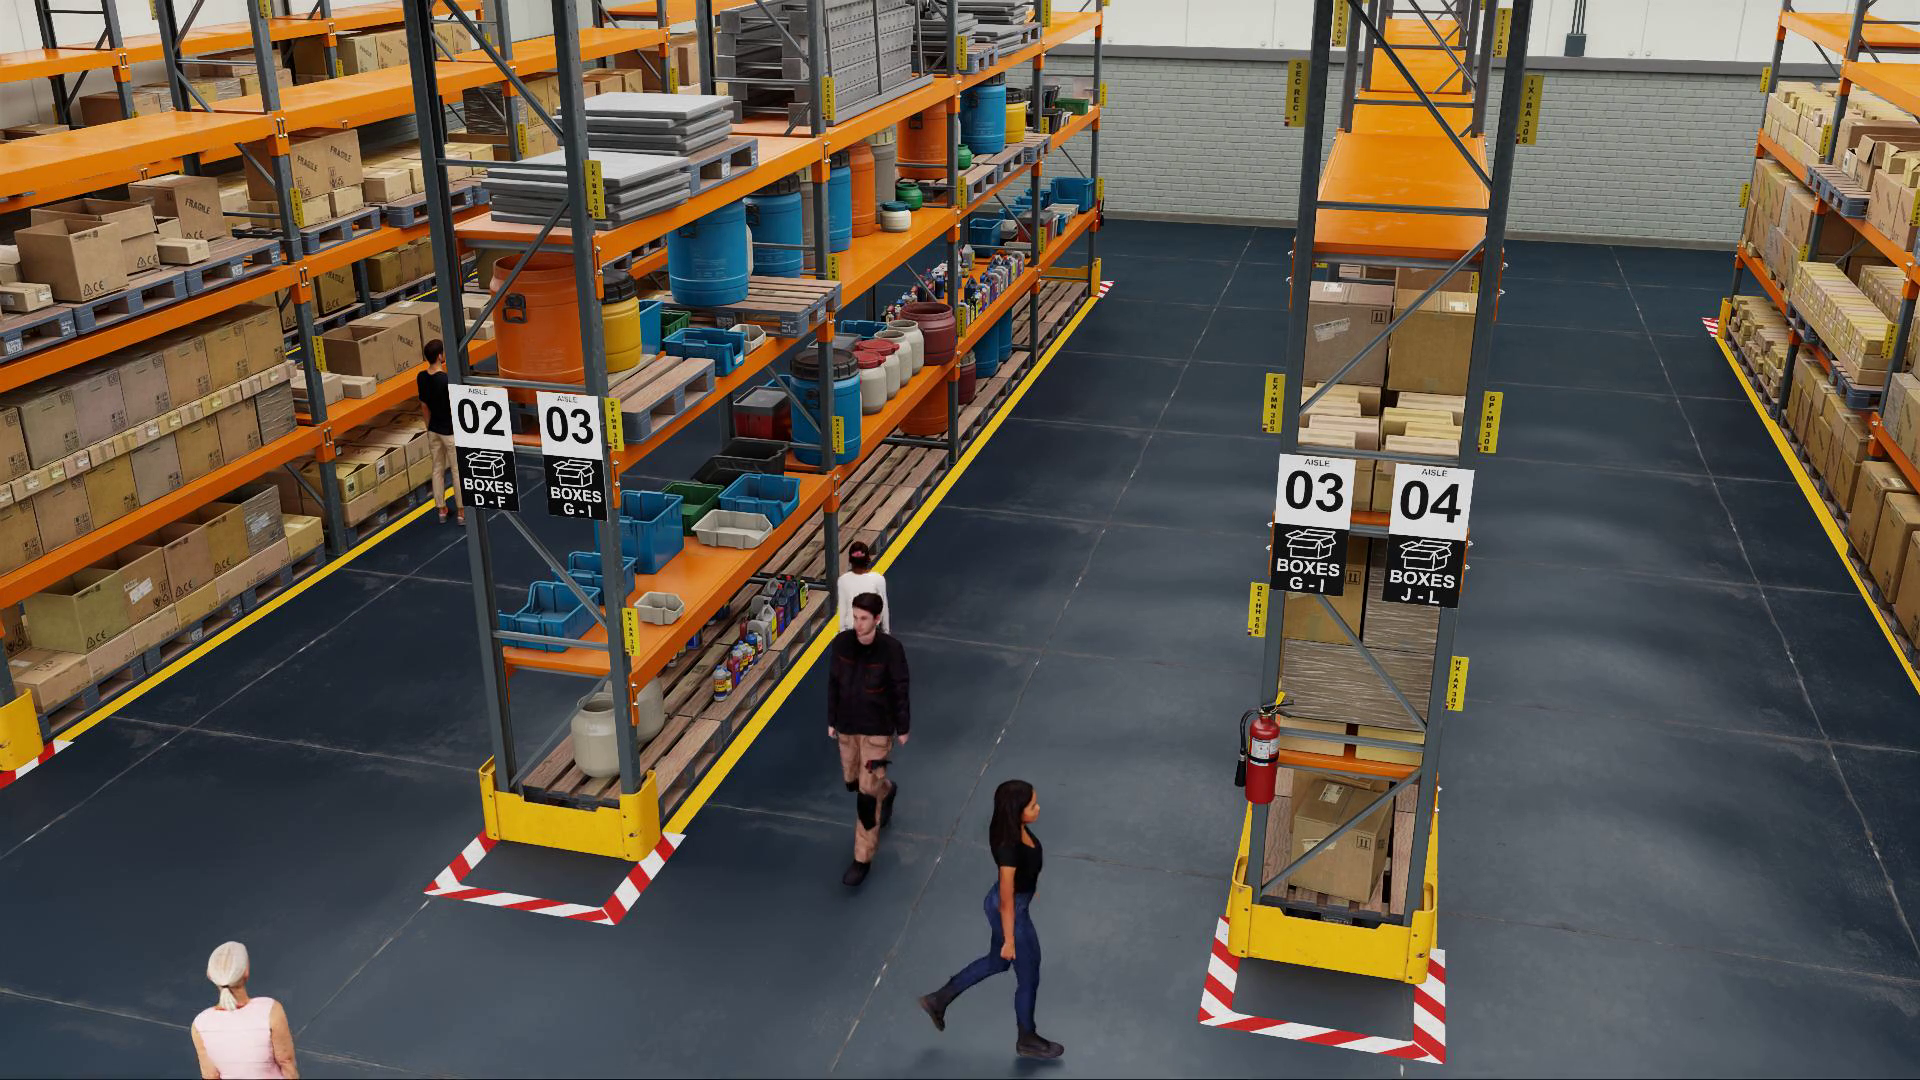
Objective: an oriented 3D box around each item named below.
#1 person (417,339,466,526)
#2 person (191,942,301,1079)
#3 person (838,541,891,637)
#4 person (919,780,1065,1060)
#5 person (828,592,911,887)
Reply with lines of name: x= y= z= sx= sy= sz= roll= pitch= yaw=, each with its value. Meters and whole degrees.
person: x=-5.038 y=-1.057 z=16.261 sx=0.658 sy=1.859 sz=0.563 roll=9 pitch=24 yaw=21
person: x=-3.173 y=2.631 z=7.478 sx=0.902 sy=1.682 sz=1.141 roll=-5 pitch=23 yaw=-11
person: x=-0.735 y=0.691 z=12.541 sx=0.578 sy=1.439 sz=0.925 roll=4 pitch=23 yaw=9
person: x=0.186 y=2.035 z=8.891 sx=0.817 sy=1.716 sz=1.019 roll=0 pitch=22 yaw=0
person: x=-0.573 y=1.193 z=10.709 sx=0.794 sy=1.898 sz=1.223 roll=9 pitch=24 yaw=20
